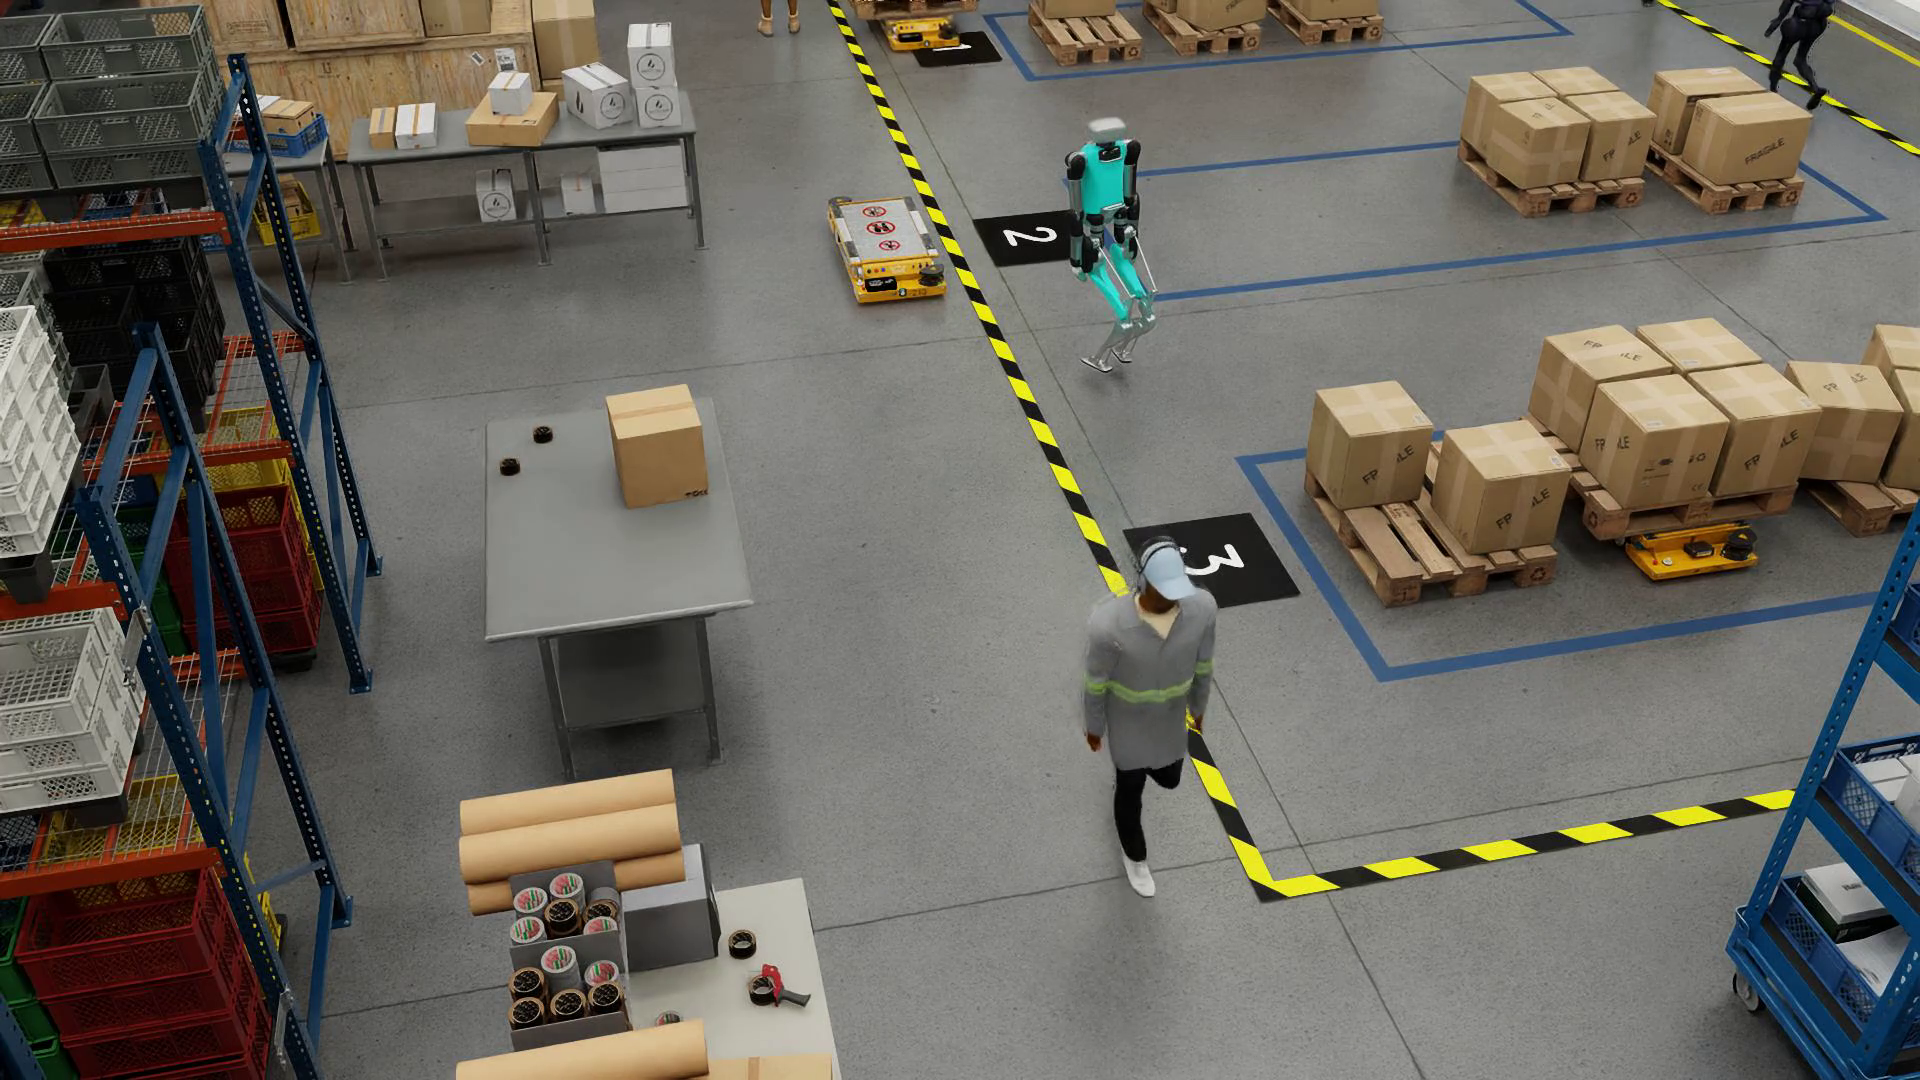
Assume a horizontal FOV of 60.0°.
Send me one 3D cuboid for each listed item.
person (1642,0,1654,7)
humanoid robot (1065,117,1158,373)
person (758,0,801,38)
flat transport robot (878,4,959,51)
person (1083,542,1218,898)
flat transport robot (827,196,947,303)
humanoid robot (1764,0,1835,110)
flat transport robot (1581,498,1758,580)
[{"bbox_3d":[7.261,-6.434,16.920,0.591,1.800,0.852,8,37,11],"label":"person"},{"bbox_3d":[1.031,-1.824,10.667,0.533,1.672,0.735,-20,41,-24],"label":"humanoid robot"},{"bbox_3d":[-1.809,-5.878,15.970,0.615,2.040,0.369,-10,38,-13],"label":"person"},{"bbox_3d":[-0.478,-5.234,16.565,0.652,0.197,1.431,-8,37,-10],"label":"flat transport robot"},{"bbox_3d":[0.798,0.700,7.297,0.588,1.838,0.640,-10,38,-13],"label":"person"},{"bbox_3d":[-0.570,-2.220,12.538,0.659,0.231,1.431,-8,37,-10],"label":"flat transport robot"},{"bbox_3d":[7.404,-4.542,14.488,0.595,1.644,0.539,-14,39,-19],"label":"humanoid robot"},{"bbox_3d":[4.062,-0.294,9.926,0.652,0.197,1.431,-8,37,-10],"label":"flat transport robot"}]
